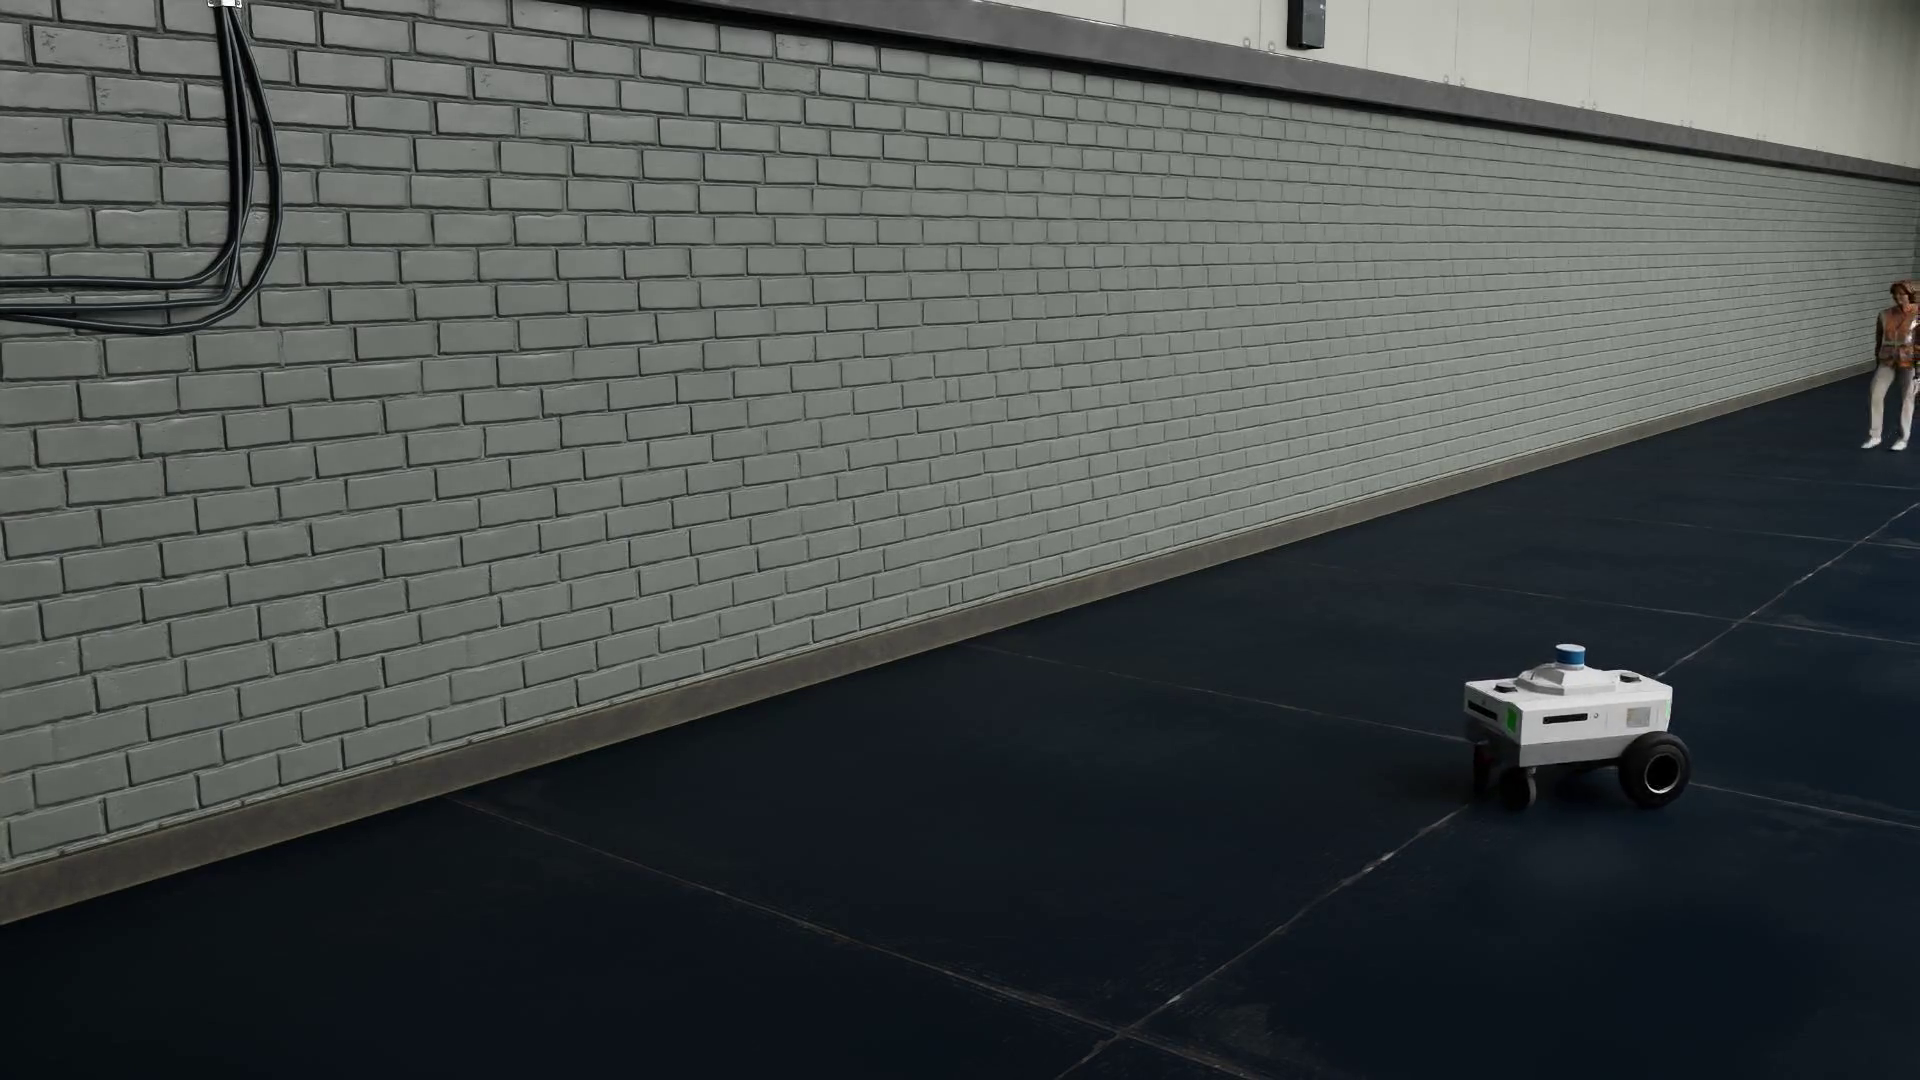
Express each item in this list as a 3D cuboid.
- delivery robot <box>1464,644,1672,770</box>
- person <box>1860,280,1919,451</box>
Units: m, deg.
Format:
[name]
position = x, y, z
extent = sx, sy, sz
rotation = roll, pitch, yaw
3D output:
[delivery robot]
position = 2.201, 0.622, 6.040
extent = 0.707, 0.478, 0.477
rotation = -3, 11, -15
[person]
position = 8.891, -1.642, 15.785
extent = 0.581, 1.619, 0.518
rotation = -8, 13, -37
